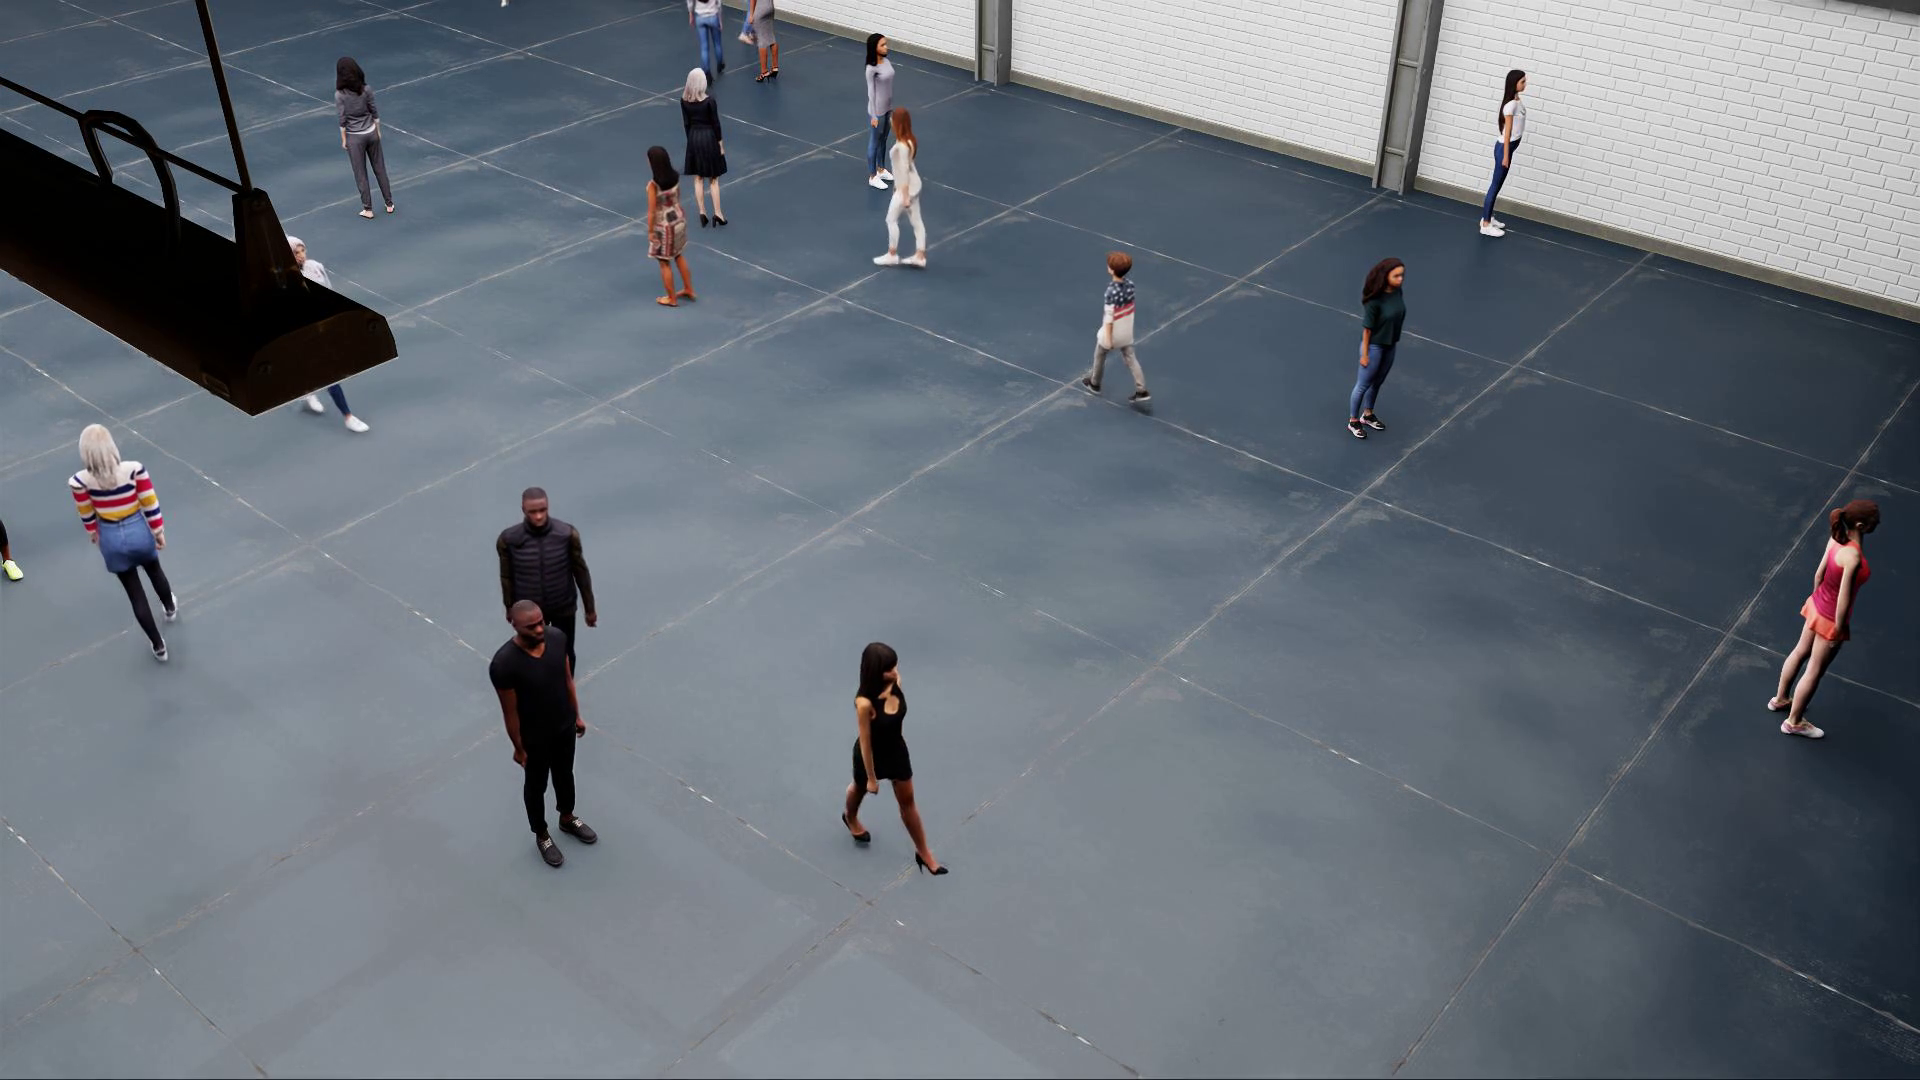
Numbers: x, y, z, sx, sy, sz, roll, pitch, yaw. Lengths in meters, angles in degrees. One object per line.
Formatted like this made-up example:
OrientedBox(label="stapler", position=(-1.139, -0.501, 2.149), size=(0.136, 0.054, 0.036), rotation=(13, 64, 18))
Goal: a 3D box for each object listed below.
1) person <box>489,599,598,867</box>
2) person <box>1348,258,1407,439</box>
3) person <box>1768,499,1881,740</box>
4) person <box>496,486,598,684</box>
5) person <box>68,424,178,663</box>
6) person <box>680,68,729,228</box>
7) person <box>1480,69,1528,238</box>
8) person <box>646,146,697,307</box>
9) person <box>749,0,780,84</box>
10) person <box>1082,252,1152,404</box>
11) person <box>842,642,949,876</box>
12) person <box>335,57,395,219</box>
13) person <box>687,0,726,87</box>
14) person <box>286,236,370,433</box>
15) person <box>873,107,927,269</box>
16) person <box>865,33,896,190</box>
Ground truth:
OrientedBox(label="person", position=(-2.472, 1.108, 9.860), size=(0.547, 1.820, 0.658), rotation=(26, 42, 33))
OrientedBox(label="person", position=(3.578, -1.663, 14.213), size=(0.656, 1.615, 0.662), rotation=(-22, 40, -30))
OrientedBox(label="person", position=(5.662, 0.488, 10.852), size=(0.714, 1.754, 0.671), rotation=(2, 34, 3))
OrientedBox(label="person", position=(-2.704, 0.398, 10.925), size=(0.938, 1.822, 0.998), rotation=(-8, 34, -12))
OrientedBox(label="person", position=(-5.745, 0.056, 11.478), size=(0.874, 1.780, 1.067), rotation=(-17, 37, -24))
OrientedBox(label="person", position=(-2.761, -4.236, 17.966), size=(0.638, 1.747, 0.745), rotation=(9, 35, 13))
OrientedBox(label="person", position=(5.822, -4.155, 17.819), size=(0.624, 1.775, 0.649), rotation=(12, 36, 18))
OrientedBox(label="person", position=(-2.836, -3.087, 16.333), size=(0.627, 1.640, 0.692), rotation=(19, 38, 26))
OrientedBox(label="person", position=(-2.606, -6.991, 22.079), size=(0.505, 1.781, 0.577), rotation=(24, 41, 32))
OrientedBox(label="person", position=(1.447, -1.848, 14.675), size=(0.649, 1.413, 1.002), rotation=(-23, 40, -30))
OrientedBox(label="person", position=(-0.542, 1.258, 9.830), size=(1.036, 1.602, 0.599), rotation=(24, 40, 32))
OrientedBox(label="person", position=(-6.542, -4.408, 18.208), size=(0.634, 1.765, 0.579), rotation=(-23, 40, -31))
OrientedBox(label="person", position=(-3.347, -6.831, 21.995), size=(0.942, 1.608, 0.992), rotation=(-1, 34, -2))
OrientedBox(label="person", position=(-5.573, -1.794, 14.293), size=(1.171, 1.746, 0.787), rotation=(16, 37, 22))
OrientedBox(label="person", position=(-0.456, -3.577, 17.026), size=(0.906, 1.688, 0.802), rotation=(7, 34, 11))
OrientedBox(label="person", position=(-0.927, -4.915, 18.997), size=(0.613, 1.736, 0.657), rotation=(15, 36, 21))
